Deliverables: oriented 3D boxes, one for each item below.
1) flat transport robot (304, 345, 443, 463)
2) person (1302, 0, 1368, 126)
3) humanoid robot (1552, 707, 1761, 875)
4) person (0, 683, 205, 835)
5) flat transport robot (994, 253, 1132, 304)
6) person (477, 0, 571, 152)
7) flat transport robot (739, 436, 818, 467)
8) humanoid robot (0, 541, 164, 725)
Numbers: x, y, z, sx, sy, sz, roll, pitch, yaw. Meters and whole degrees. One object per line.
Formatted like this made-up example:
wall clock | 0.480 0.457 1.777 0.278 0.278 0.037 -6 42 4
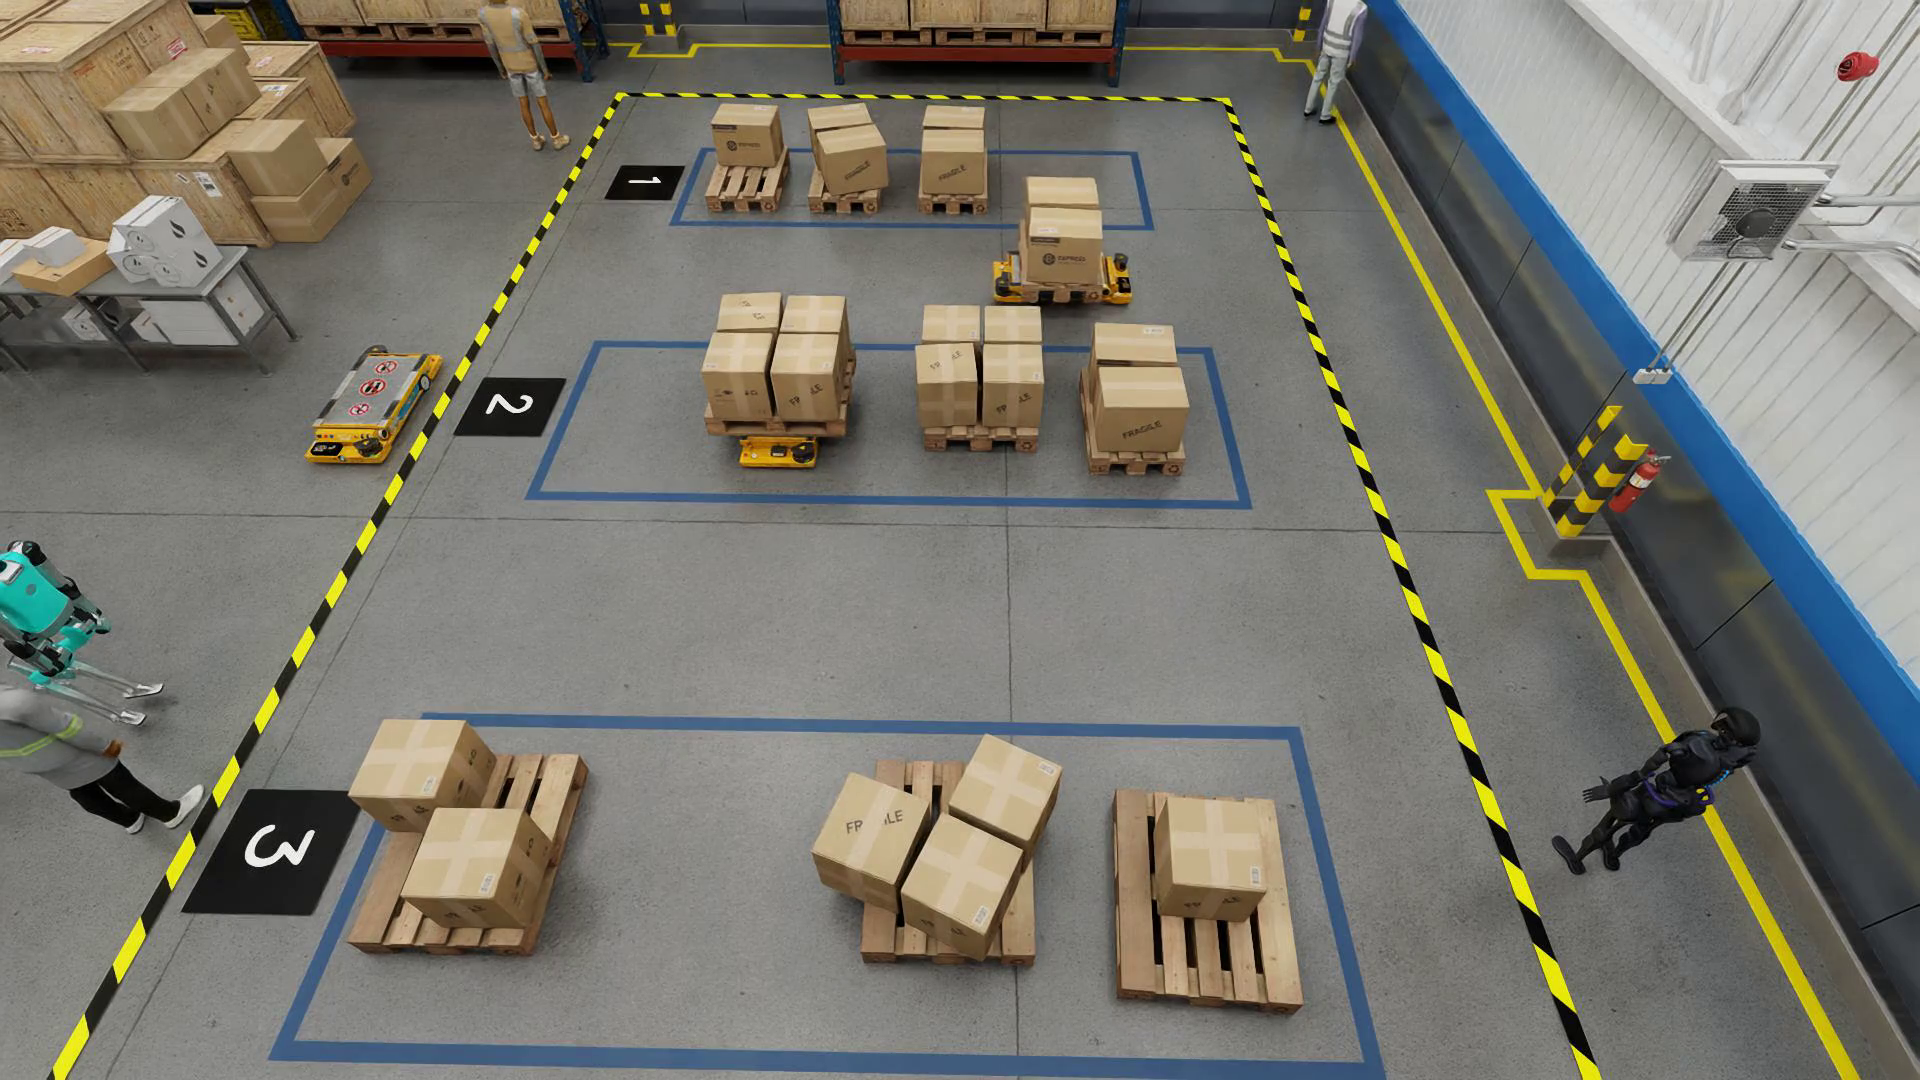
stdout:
flat transport robot | -5.383 -1.269 8.441 0.659 0.231 1.431 1 50 1
person | 4.797 -6.227 11.611 0.404 1.829 0.598 -27 55 -21
humanoid robot | 3.955 1.445 5.212 0.599 1.657 0.315 -1 50 -1
person | -5.247 1.187 5.325 0.588 1.853 0.394 -2 50 -2
flat transport robot | 1.081 -2.788 9.708 1.431 0.197 0.652 1 50 1
person | -5.287 -5.746 11.072 0.613 2.036 0.387 1 50 1
flat transport robot | -1.582 -1.235 8.394 0.652 0.197 1.431 1 50 1
humanoid robot | -5.855 0.605 5.805 0.735 1.677 0.533 0 50 0
